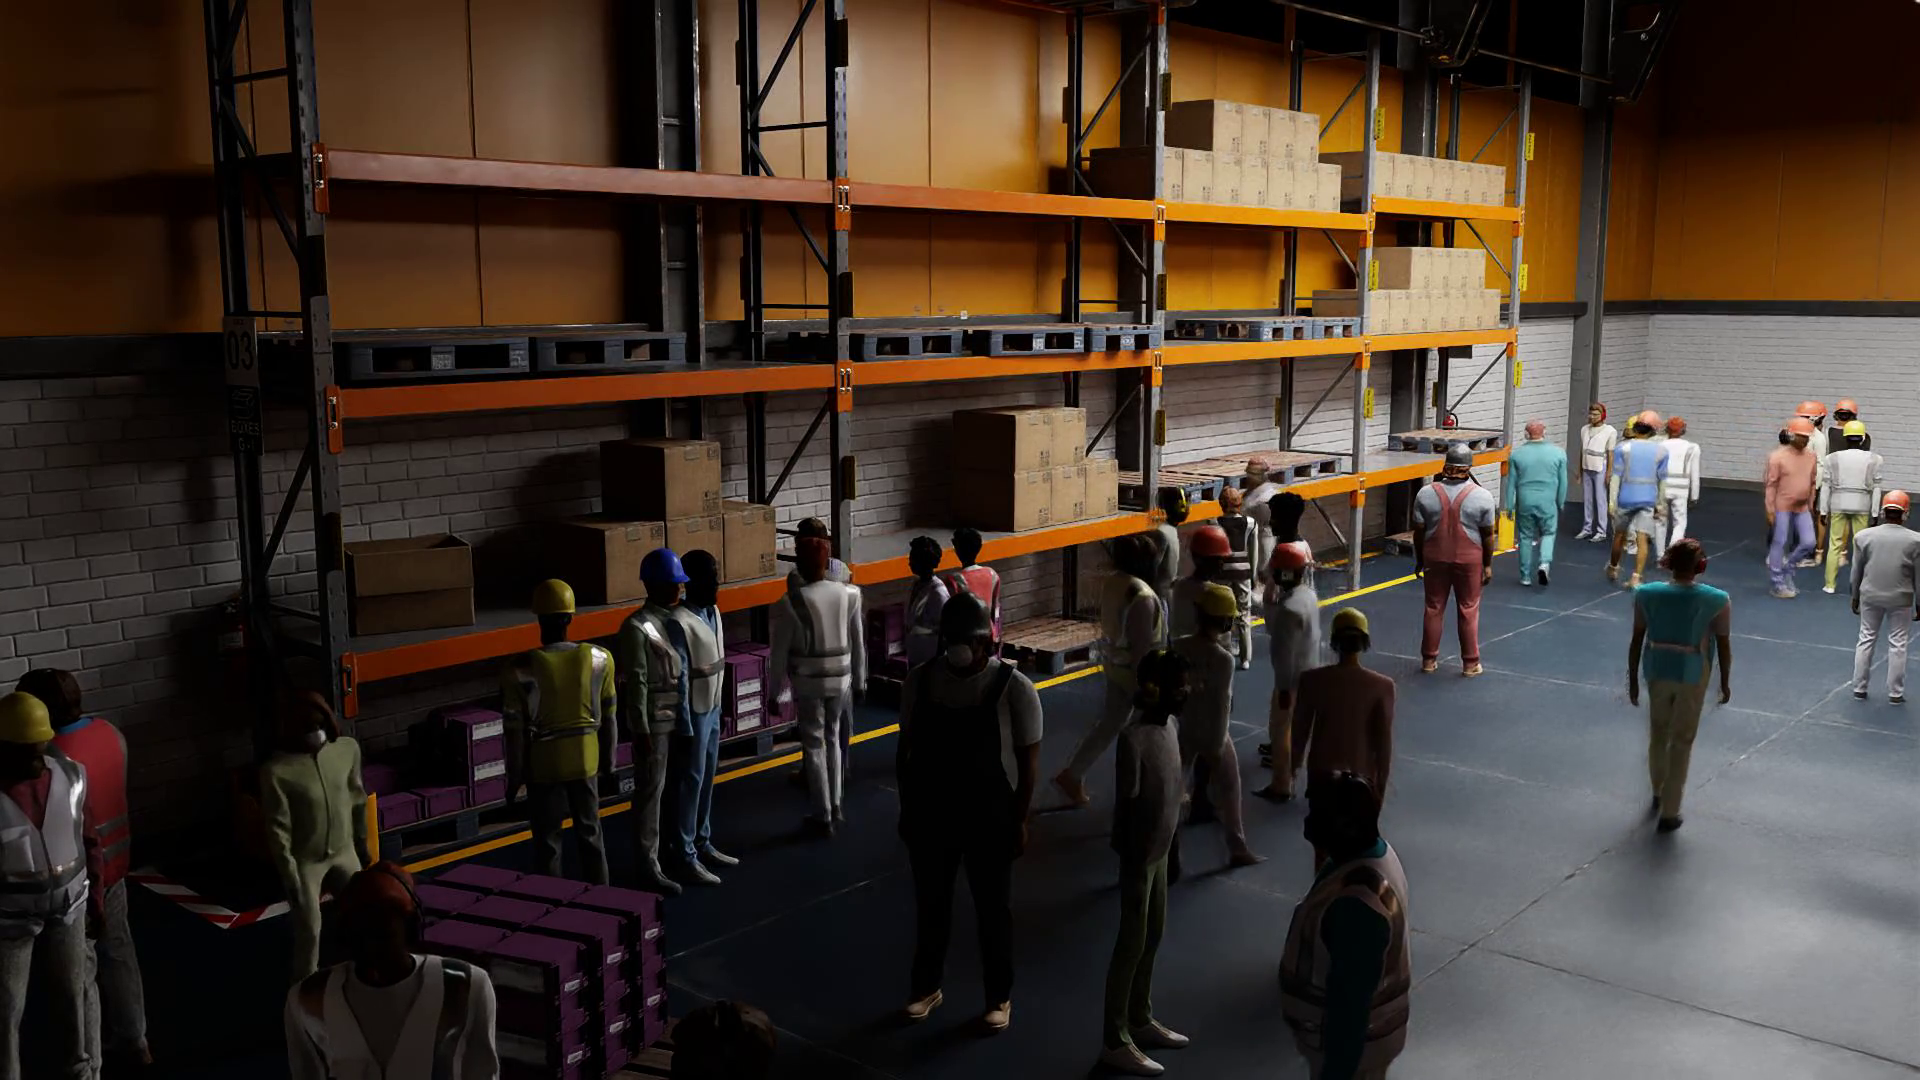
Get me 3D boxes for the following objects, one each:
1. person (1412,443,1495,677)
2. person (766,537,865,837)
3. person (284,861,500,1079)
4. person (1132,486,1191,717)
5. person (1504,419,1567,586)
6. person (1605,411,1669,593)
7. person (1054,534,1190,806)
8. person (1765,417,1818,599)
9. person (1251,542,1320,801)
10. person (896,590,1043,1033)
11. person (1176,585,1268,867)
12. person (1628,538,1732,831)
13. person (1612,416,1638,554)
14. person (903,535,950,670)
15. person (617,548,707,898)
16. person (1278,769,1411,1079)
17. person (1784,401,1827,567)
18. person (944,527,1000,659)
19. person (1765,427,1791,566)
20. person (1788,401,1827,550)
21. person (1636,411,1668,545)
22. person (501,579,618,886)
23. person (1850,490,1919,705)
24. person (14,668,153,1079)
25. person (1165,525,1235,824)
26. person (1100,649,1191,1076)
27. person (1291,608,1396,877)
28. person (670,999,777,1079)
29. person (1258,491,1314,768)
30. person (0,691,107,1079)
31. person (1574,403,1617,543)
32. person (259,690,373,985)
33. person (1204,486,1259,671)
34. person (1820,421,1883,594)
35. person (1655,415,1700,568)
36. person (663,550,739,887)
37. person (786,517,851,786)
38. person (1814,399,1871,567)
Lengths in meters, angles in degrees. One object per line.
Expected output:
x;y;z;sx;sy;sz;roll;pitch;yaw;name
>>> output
4.314;0.165;14.514;0.690;2.000;0.538;4;10;26;person
-0.927;0.895;10.325;0.615;1.873;0.547;-6;11;-34;person
-1.551;1.787;4.612;0.569;1.876;0.372;-1;9;-8;person
1.548;0.489;13.091;0.582;1.829;0.533;1;9;4;person
6.453;-0.405;18.683;0.668;1.885;0.473;3;9;20;person
7.542;-0.444;18.621;0.629;1.983;1.031;1;9;10;person
1.058;0.860;10.781;0.839;1.819;0.630;-3;9;-21;person
8.988;-0.338;17.966;0.653;1.972;0.449;-2;9;-12;person
2.266;0.876;10.928;0.594;1.729;0.597;5;10;27;person
0.006;1.236;7.605;0.684;2.000;0.538;3;9;17;person
1.363;1.108;9.546;0.919;1.727;0.534;-6;11;-33;person
4.602;0.887;10.604;0.571;1.810;0.887;7;11;37;person
8.503;-0.698;21.038;0.294;1.744;0.487;-4;10;-23;person
-0.231;0.812;11.446;0.316;1.695;0.542;-4;10;-22;person
-1.678;1.009;9.372;0.388;1.947;0.605;3;9;18;person
1.271;1.658;5.536;0.430;1.841;0.627;3;9;16;person
10.188;-0.675;20.070;0.378;1.996;0.611;0;9;2;person
0.071;0.748;11.846;0.321;1.698;0.537;8;12;42;person
9.946;-0.530;20.124;0.320;1.694;0.533;5;10;31;person
10.771;-0.788;21.029;0.388;1.929;0.543;-2;9;-15;person
8.934;-0.798;21.628;0.525;1.760;0.341;1;9;5;person
-2.046;1.153;8.507;0.594;1.924;0.382;-5;10;-32;person
7.565;0.460;13.558;0.565;1.744;0.350;8;12;40;person
-3.743;1.436;7.014;0.431;1.836;0.624;1;9;6;person
1.497;0.857;10.439;0.466;1.919;0.558;-5;10;-30;person
0.833;1.384;7.257;0.330;1.861;0.506;5;10;29;person
2.019;1.218;8.812;0.535;1.703;0.950;2;9;14;person
-0.482;1.926;3.829;0.351;1.837;0.503;-2;9;-13;person
2.316;0.628;11.770;0.361;1.962;0.617;1;9;9;person
-3.713;1.492;6.655;0.403;1.824;0.594;6;11;36;person
8.418;-0.891;21.985;0.388;1.837;0.561;-4;10;-23;person
-2.873;1.459;7.508;0.340;1.619;0.510;7;11;38;person
2.374;0.346;14.627;0.512;1.642;0.312;-1;9;-8;person
9.735;-0.346;18.208;0.589;1.919;0.395;5;10;27;person
8.409;-0.540;19.645;0.600;1.858;0.733;5;10;28;person
-1.512;0.998;9.529;0.379;1.918;0.596;2;9;11;person
-0.973;0.759;11.358;0.509;1.838;0.332;-8;12;-40;person
10.592;-0.685;20.045;0.612;2.030;0.403;5;10;28;person
